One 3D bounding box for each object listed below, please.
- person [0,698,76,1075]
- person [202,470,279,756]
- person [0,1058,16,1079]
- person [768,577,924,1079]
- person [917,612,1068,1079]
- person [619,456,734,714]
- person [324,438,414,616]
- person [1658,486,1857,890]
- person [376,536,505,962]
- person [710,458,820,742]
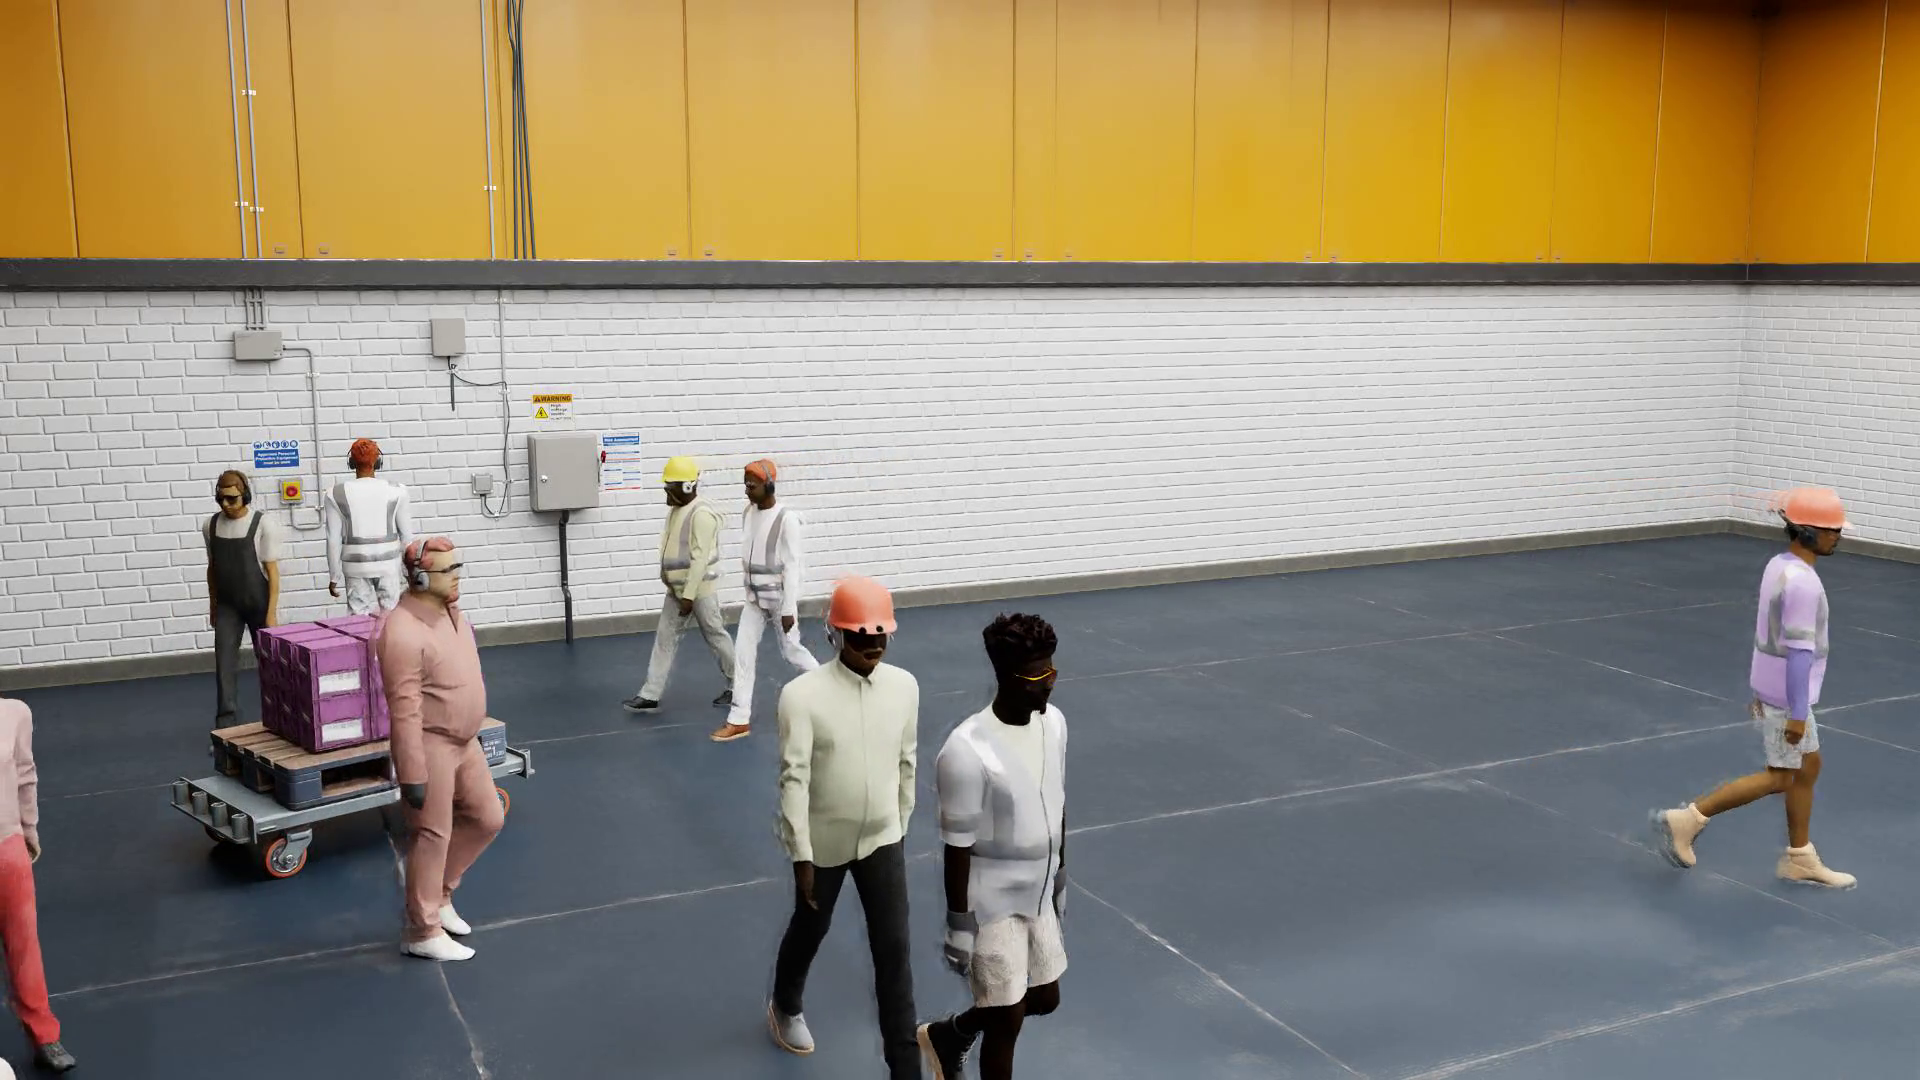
[{"bbox_3d":[-3.784,1.164,6.355,0.931,1.717,0.550,7,11,37],"label":"person"},{"bbox_3d":[-4.605,0.414,10.752,0.523,1.803,0.938,1,9,4],"label":"person"},{"bbox_3d":[-2.290,1.675,3.563,0.800,1.574,0.580,4,10,25],"label":"person"},{"bbox_3d":[-0.430,1.082,6.188,0.627,1.952,1.037,-5,11,-29],"label":"person"},{"bbox_3d":[0.093,1.171,5.623,0.622,1.948,0.603,7,12,38],"label":"person"},{"bbox_3d":[-1.868,0.313,11.435,0.923,1.789,0.599,-6,11,-35],"label":"person"},{"bbox_3d":[-4.124,0.225,11.658,0.584,1.882,0.337,-4,10,-23],"label":"person"},{"bbox_3d":[3.973,0.725,8.175,0.858,2.018,0.615,3,10,18],"label":"person"},{"bbox_3d":[-2.271,0.922,7.287,0.441,1.898,0.666,1,9,5],"label":"person"},{"bbox_3d":[-1.188,0.368,10.931,0.967,1.846,0.583,-9,13,-43],"label":"person"}]
